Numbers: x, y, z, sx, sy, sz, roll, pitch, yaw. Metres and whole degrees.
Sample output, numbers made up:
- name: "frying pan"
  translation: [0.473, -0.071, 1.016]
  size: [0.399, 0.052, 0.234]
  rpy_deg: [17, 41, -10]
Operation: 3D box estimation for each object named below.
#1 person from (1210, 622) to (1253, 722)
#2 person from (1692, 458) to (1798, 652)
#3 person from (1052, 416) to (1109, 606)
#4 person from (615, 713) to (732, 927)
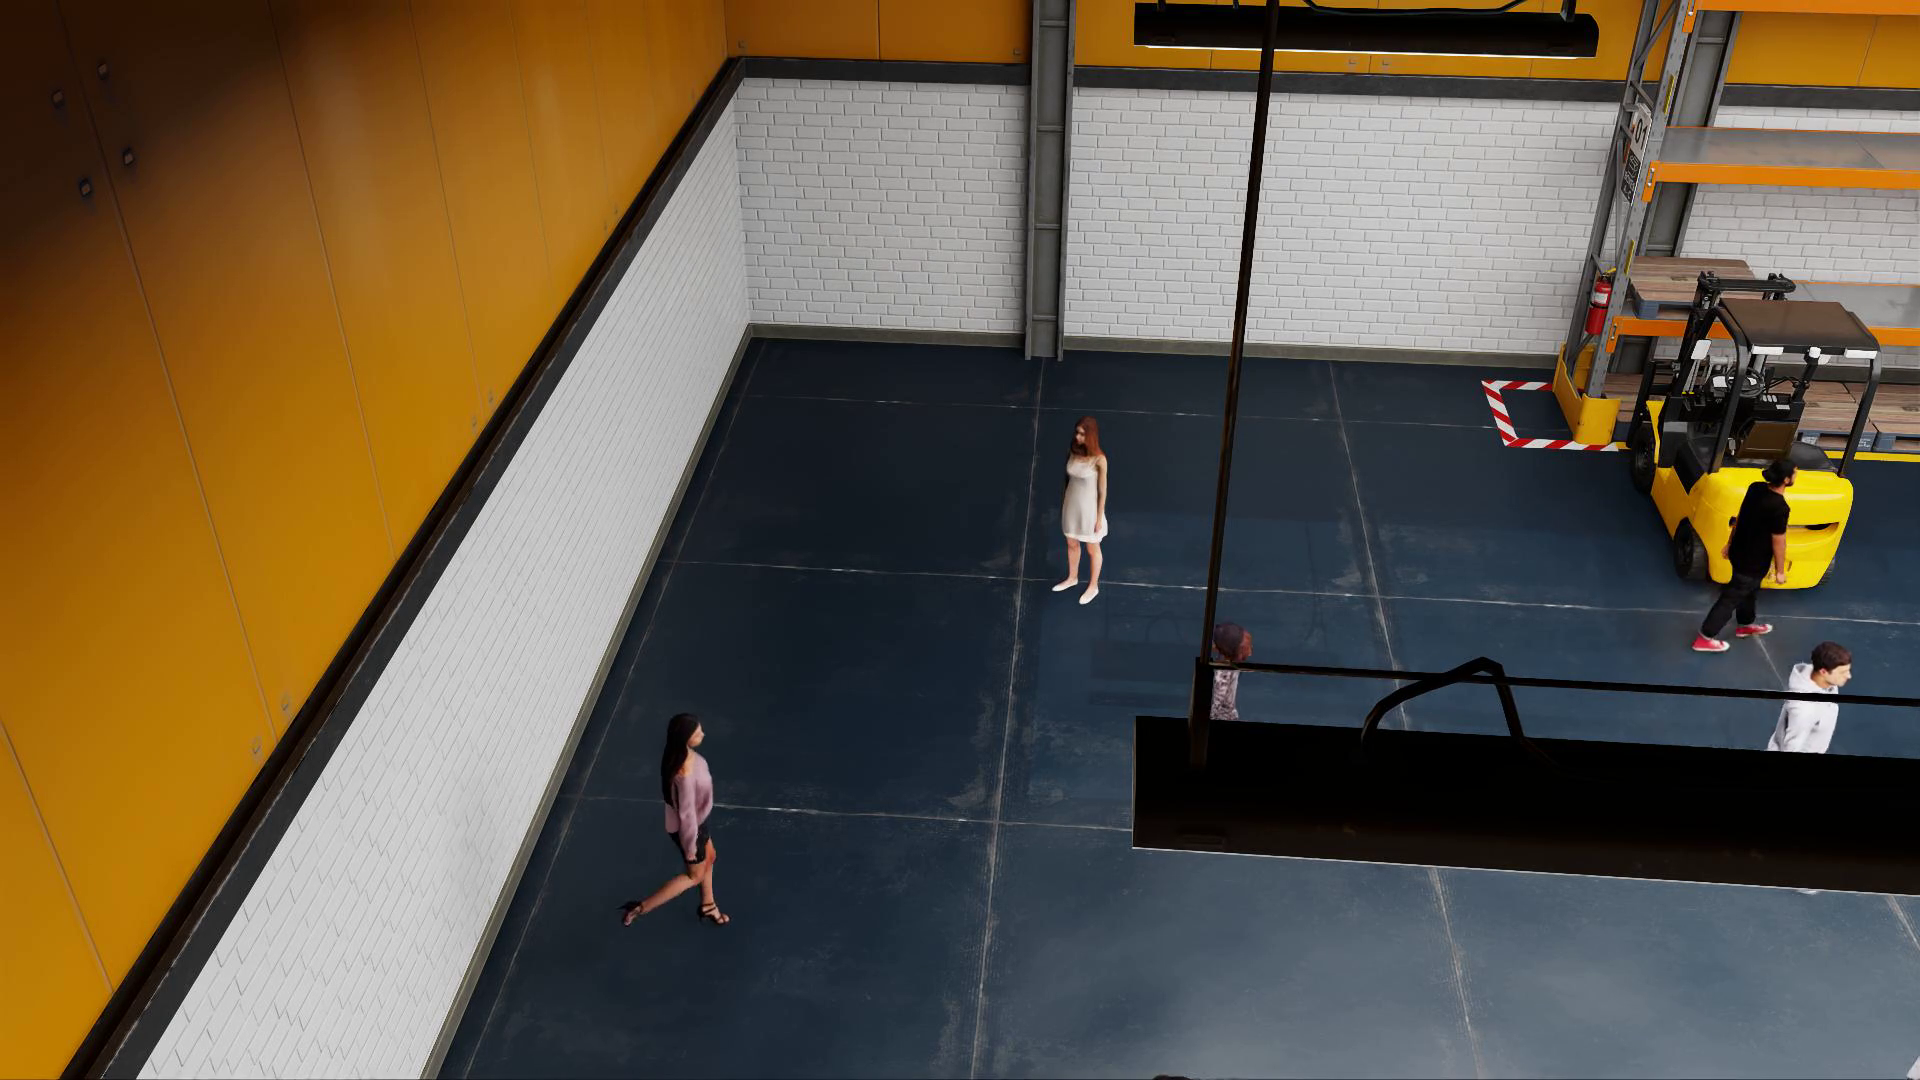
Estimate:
- name: "person"
  translation: [1.797, 1.283, 11.204]
  size: [0.930, 1.702, 0.710]
  rpy_deg: [12, 35, 17]
- name: "person"
  translation: [6.032, 0.152, 12.877]
  size: [0.940, 1.734, 0.681]
  rpy_deg: [0, 34, 1]
- name: "person"
  translation: [1.008, -0.262, 13.521]
  size: [0.624, 1.709, 0.707]
  rpy_deg: [26, 42, 33]
- name: "person"
  translation: [-1.785, 1.820, 10.318]
  size: [1.049, 1.788, 0.859]
  rpy_deg: [-10, 35, -15]
